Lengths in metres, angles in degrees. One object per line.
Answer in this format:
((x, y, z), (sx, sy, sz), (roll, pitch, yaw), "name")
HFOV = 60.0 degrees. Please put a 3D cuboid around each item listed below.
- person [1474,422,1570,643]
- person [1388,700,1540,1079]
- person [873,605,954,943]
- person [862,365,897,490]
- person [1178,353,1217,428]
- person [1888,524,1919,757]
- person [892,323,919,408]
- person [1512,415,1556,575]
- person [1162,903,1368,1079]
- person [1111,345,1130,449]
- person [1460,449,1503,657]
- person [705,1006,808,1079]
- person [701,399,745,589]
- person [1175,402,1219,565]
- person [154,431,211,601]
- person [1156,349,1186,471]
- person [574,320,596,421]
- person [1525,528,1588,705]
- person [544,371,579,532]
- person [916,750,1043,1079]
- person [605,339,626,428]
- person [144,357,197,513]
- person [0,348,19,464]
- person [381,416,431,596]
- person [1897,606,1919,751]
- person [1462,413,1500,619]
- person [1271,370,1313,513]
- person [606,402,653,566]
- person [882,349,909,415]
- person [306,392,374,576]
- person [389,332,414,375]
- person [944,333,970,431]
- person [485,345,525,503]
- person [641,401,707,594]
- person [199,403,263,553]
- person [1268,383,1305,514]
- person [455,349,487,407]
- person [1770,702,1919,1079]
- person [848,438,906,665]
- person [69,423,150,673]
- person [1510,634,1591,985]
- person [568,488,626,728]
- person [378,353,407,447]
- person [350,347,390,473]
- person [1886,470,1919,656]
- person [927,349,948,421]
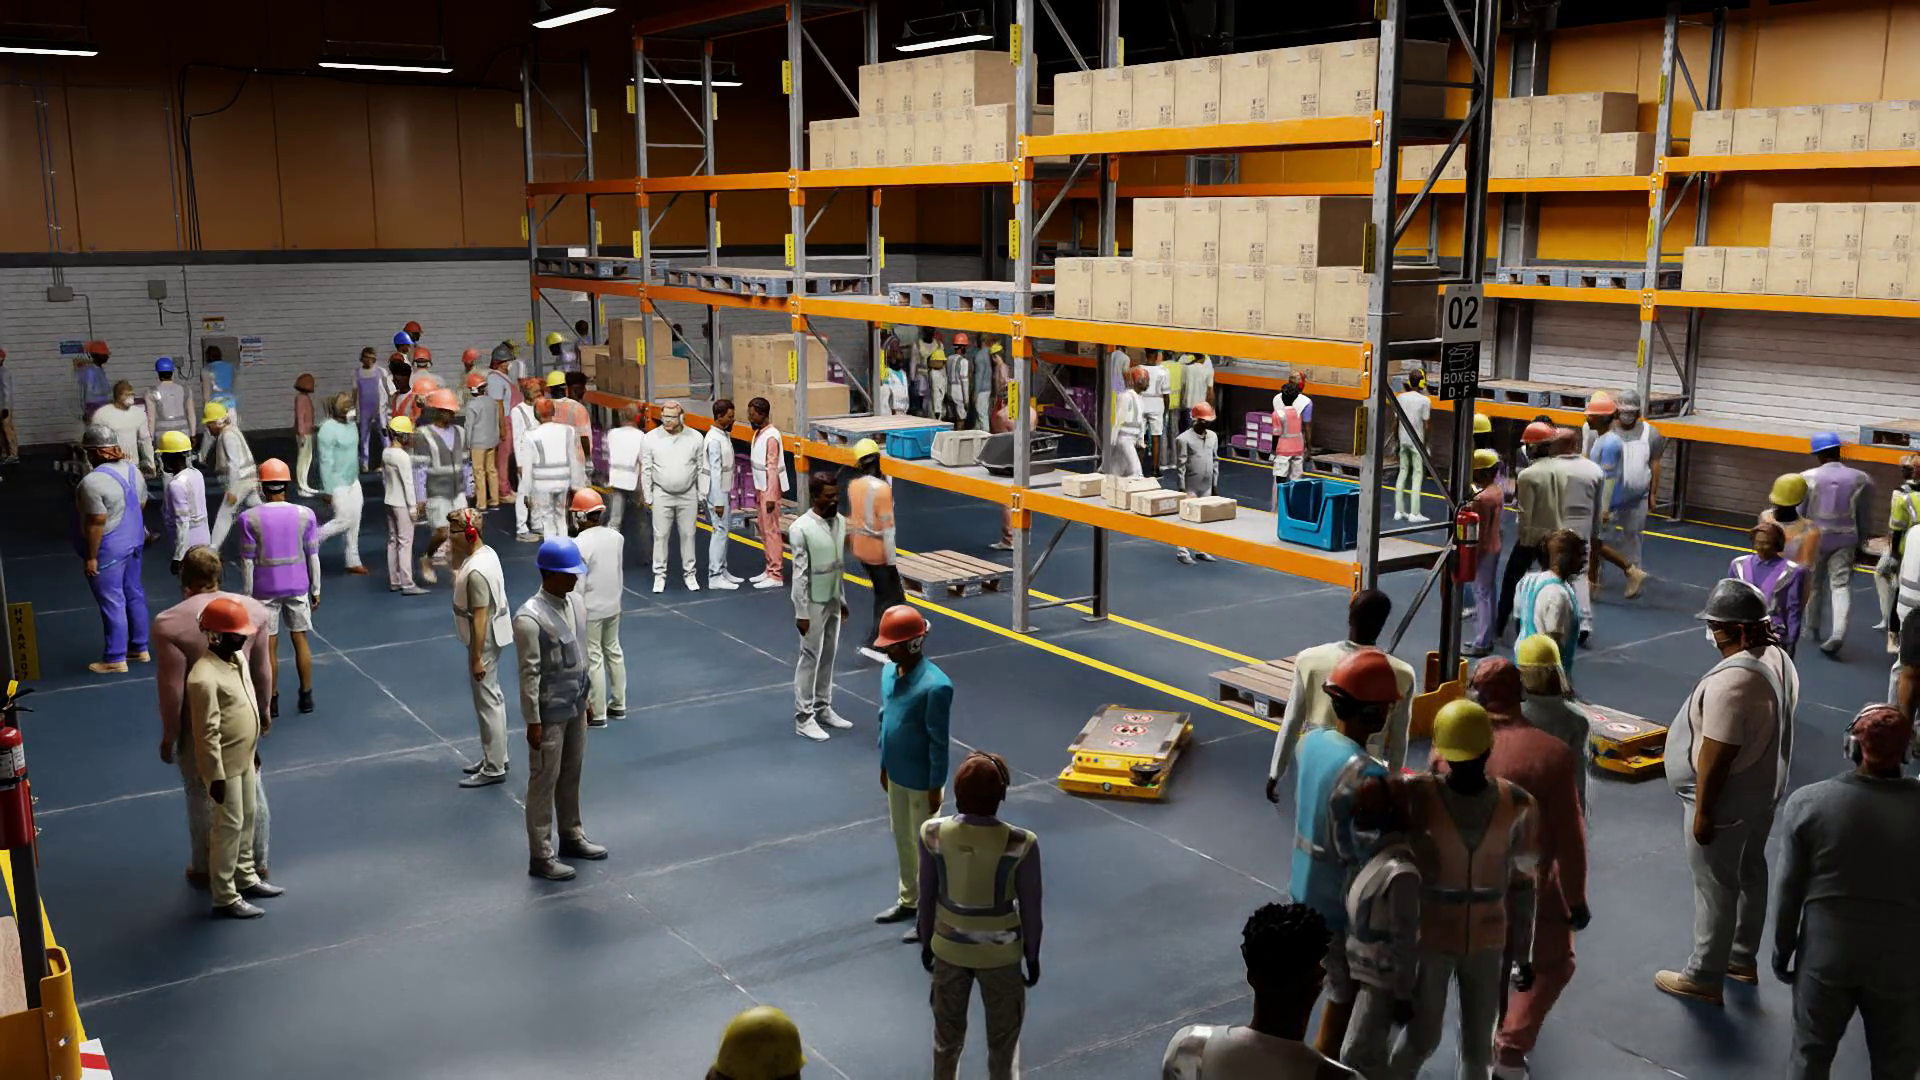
((4.878, -0.036, 14.257), (0.622, 1.952, 0.942), (-5, 12, -26), "person")
((1.922, 1.523, 6.433), (0.608, 1.903, 0.585), (0, 11, -2), "person")
((-0.265, 1.184, 8.573), (0.350, 1.739, 0.575), (-8, 13, -35), "person")
((-1.048, -1.349, 21.188), (0.520, 1.874, 0.327), (5, 12, 23), "person")
((3.463, -1.911, 24.159), (0.596, 1.844, 0.634), (8, 14, 36), "person")
((6.656, 0.548, 11.456), (0.359, 1.882, 0.575), (1, 11, 7), "person")
((-1.047, -3.476, 31.948), (0.597, 1.920, 0.379), (-9, 14, -37), "person")
((5.877, -0.424, 16.905), (0.539, 1.695, 0.318), (0, 11, -2), "person")
((0.818, 1.889, 4.374), (0.602, 1.966, 0.368), (7, 13, 32), "person")
((2.531, -2.358, 26.462), (0.357, 1.835, 0.516), (-8, 14, -36), "person")
((4.393, 0.108, 14.016), (0.318, 1.764, 0.522), (6, 13, 30), "person")
((-0.528, 2.024, 4.289), (0.494, 1.730, 0.325), (6, 12, 27), "person")
((-2.385, -0.456, 16.541), (0.411, 1.906, 0.602), (0, 11, -2), "person")
((2.541, -0.605, 17.710), (0.566, 1.744, 0.350), (-7, 13, -33), "person")
((-6.472, 0.047, 13.904), (0.366, 1.927, 0.585), (-2, 11, -11), "person")
((3.012, -1.968, 24.225), (0.593, 1.923, 0.386), (-5, 12, -23), "person")
((-6.396, -2.800, 28.469), (0.366, 1.933, 0.628), (3, 11, 15), "person")
((3.586, 0.823, 10.195), (0.476, 1.825, 0.517), (1, 11, 6), "person")
((-4.632, -1.009, 19.358), (0.412, 1.911, 0.607), (3, 12, 17), "person")
((0.071, 1.633, 6.551), (0.519, 1.632, 0.313), (4, 12, 18), "person")
((-5.878, -2.588, 28.142), (0.497, 1.633, 0.288), (-4, 12, -18), "person")
((-9.836, -1.299, 20.734), (0.396, 1.946, 0.617), (10, 15, 41), "person")
((-14.365, -2.018, 24.903), (0.561, 1.756, 0.318), (10, 15, 41), "person")
((-5.457, -0.335, 16.294), (0.325, 1.760, 0.523), (-10, 15, -43), "person")
((5.421, 0.945, 9.014), (0.695, 2.000, 0.626), (1, 11, 3), "person")
((4.708, -0.211, 15.265), (0.583, 1.906, 0.590), (2, 11, 12), "person")
((4.018, -1.138, 20.205), (0.395, 1.836, 0.564), (-9, 14, -38), "person")
((-3.464, -0.541, 17.277), (0.588, 1.793, 0.989), (5, 12, 26), "person")
((-0.988, -1.819, 23.755), (0.540, 1.816, 0.637), (6, 13, 29), "person")
((-6.420, -0.565, 17.034), (0.647, 1.925, 0.641), (1, 11, 6), "person")
((-8.438, -2.176, 25.224), (0.401, 1.949, 0.605), (-2, 11, -12), "person")
((-0.014, -2.179, 25.295), (0.388, 1.930, 0.544), (-7, 13, -33), "person")
((-5.874, -1.511, 21.583), (0.536, 2.000, 0.673), (-2, 11, -10), "person")
((-2.804, -0.424, 16.379), (0.644, 1.903, 0.399), (-3, 11, -15), "person")
((-7.729, -0.584, 17.636), (1.039, 1.732, 0.605), (-4, 12, -18), "person")
((3.958, -1.050, 20.109), (0.535, 1.697, 0.318), (-7, 13, -30), "person")
((-7.433, -2.048, 25.211), (0.591, 1.686, 0.893), (11, 15, 44), "person")
((3.419, 1.547, 6.312), (0.647, 1.900, 0.400), (5, 12, 26), "person")
((-0.660, 0.109, 13.696), (0.448, 1.880, 0.620), (-6, 13, -28), "person")
((-6.961, 0.056, 13.566), (0.539, 2.000, 0.688), (1, 11, 6), "person")
((2.766, 1.283, 8.159), (0.489, 1.690, 0.886), (0, 11, 2), "person")
((-2.669, 0.488, 12.089), (0.342, 1.751, 0.564), (6, 12, 27), "person")
((-7.503, -1.580, 22.378), (0.577, 1.877, 0.342), (-3, 12, -16), "person")
((-8.492, -1.868, 23.983), (0.503, 1.832, 0.401), (-4, 12, -17), "person")
((8.097, 0.155, 13.968), (0.541, 1.691, 0.321), (3, 12, 17), "person")
((-0.344, -1.941, 24.552), (0.322, 1.742, 0.493), (-1, 11, -6), "person")
